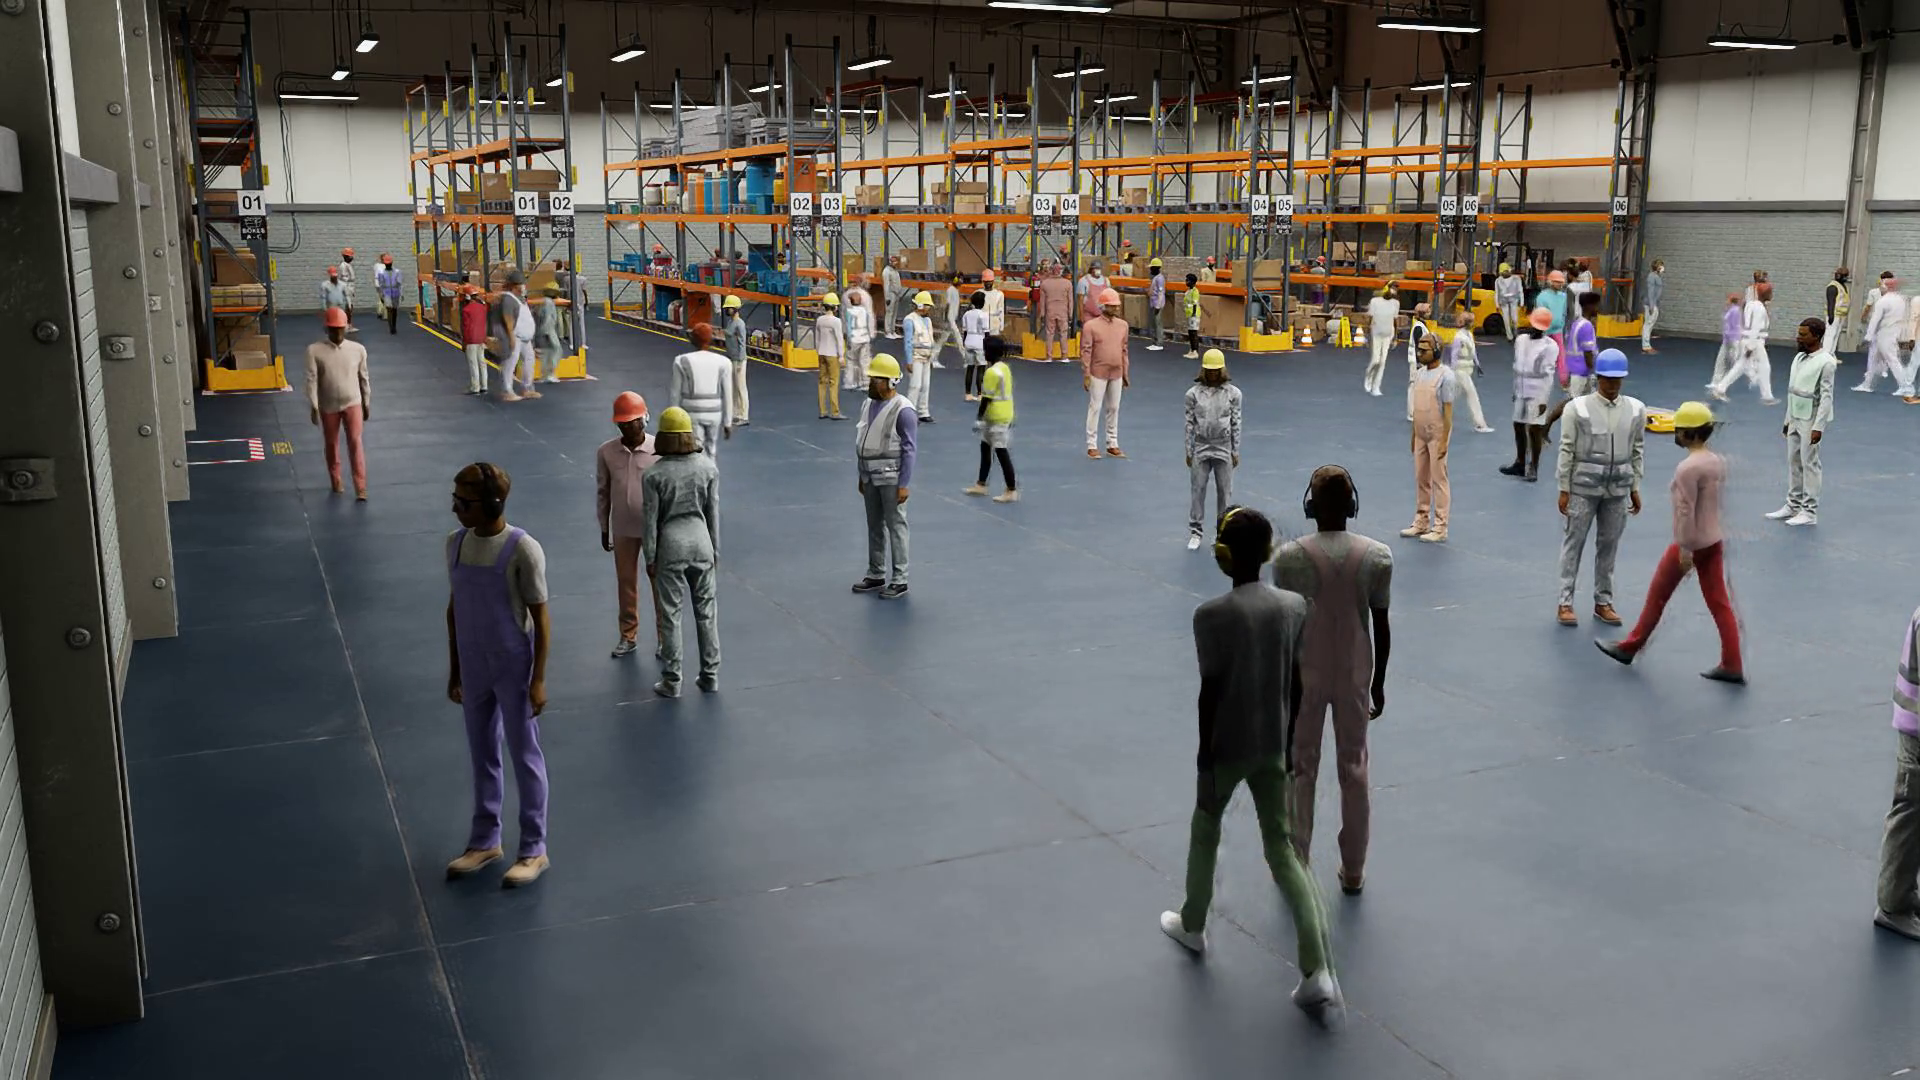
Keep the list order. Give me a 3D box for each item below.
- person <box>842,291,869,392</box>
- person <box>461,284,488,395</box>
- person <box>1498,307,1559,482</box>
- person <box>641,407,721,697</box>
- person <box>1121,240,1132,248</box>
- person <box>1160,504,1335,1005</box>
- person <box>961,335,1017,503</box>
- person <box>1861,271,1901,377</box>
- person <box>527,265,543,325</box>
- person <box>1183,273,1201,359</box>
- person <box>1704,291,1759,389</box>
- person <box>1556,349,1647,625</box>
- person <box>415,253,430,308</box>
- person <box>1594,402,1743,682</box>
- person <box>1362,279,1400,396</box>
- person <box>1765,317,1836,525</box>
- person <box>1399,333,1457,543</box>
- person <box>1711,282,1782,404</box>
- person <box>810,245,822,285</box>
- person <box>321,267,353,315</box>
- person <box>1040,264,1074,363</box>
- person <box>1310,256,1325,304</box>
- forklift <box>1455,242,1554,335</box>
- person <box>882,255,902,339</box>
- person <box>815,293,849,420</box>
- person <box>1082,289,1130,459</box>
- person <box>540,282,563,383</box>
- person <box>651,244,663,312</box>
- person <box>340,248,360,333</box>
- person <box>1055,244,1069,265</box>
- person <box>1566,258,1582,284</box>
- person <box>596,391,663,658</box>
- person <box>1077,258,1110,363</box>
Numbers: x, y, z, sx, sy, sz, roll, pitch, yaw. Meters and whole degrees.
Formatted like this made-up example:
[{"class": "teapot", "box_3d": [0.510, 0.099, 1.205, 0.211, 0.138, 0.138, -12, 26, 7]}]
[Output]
[{"class": "person", "box_3d": [-1.710, -3.203, 26.869, 0.571, 1.616, 0.545, 9, 14, 38]}, {"class": "person", "box_3d": [-7.727, -3.174, 26.395, 0.326, 1.752, 0.559, 3, 12, 17]}, {"class": "person", "box_3d": [6.114, -1.575, 17.935, 0.472, 1.885, 0.722, -6, 12, -26]}, {"class": "person", "box_3d": [-1.674, 0.068, 9.970, 0.482, 1.734, 0.336, -6, 13, -27]}, {"class": "person", "box_3d": [5.273, -8.468, 52.589, 0.392, 2.033, 0.605, -6, 13, -29]}, {"class": "person", "box_3d": [1.097, 0.781, 6.163, 0.524, 1.820, 0.991, -5, 12, -22]}, {"class": "person", "box_3d": [0.259, -1.202, 16.592, 0.739, 1.670, 0.539, 3, 11, 14]}, {"class": "person", "box_3d": [16.230, -3.799, 29.316, 0.543, 1.860, 0.333, 4, 12, 18]}, {"class": "person", "box_3d": [-10.786, -6.201, 42.077, 0.530, 1.626, 0.437, -6, 13, -29]}, {"class": "person", "box_3d": [4.598, -4.438, 32.982, 0.322, 1.689, 0.530, -2, 11, -10]}, {"class": "person", "box_3d": [12.725, -3.274, 27.271, 0.765, 1.611, 0.522, 4, 12, 18]}, {"class": "person", "box_3d": [4.472, -0.363, 11.612, 0.606, 1.947, 0.406, 0, 11, -2]}, {"class": "person", "box_3d": [-15.327, -7.311, 47.418, 0.343, 1.758, 0.520, -4, 12, -20]}, {"class": "person", "box_3d": [4.504, 0.003, 10.345, 0.546, 1.714, 0.928, -10, 15, -40]}, {"class": "person", "box_3d": [6.650, -3.196, 26.283, 0.586, 1.834, 0.435, -2, 11, -9]}, {"class": "person", "box_3d": [7.854, -1.099, 15.425, 0.392, 1.920, 0.587, 0, 11, -2]}, {"class": "person", "box_3d": [4.138, -0.901, 14.636, 0.339, 1.839, 0.505, -5, 12, -22]}, {"class": "person", "box_3d": [11.949, -2.973, 25.165, 0.945, 1.849, 0.579, 2, 11, 11]}, {"class": "person", "box_3d": [-4.549, -8.365, 52.453, 0.497, 1.878, 0.647, -8, 14, -35]}, {"class": "person", "box_3d": [-13.472, -5.035, 35.967, 0.576, 1.702, 0.906, -9, 14, -37]}, {"class": "person", "box_3d": [1.859, -4.343, 31.954, 0.644, 1.905, 0.400, 2, 11, 8]}, {"class": "person", "box_3d": [9.481, -6.618, 43.930, 0.345, 1.747, 0.573, -7, 13, -33]}, {"class": "forklift", "box_3d": [13.047, -6.049, 39.881, 2.313, 2.155, 1.214, -5, 12, -23]}, {"class": "person", "box_3d": [-1.538, -5.567, 38.166, 0.408, 1.906, 0.653, 4, 12, 18]}, {"class": "person", "box_3d": [-1.804, -2.560, 23.241, 0.327, 1.769, 0.525, -10, 15, -42]}, {"class": "person", "box_3d": [1.727, -1.948, 19.548, 0.624, 1.991, 0.392, -5, 12, -26]}, {"class": "person", "box_3d": [-6.948, -3.522, 28.259, 0.500, 1.706, 0.530, -3, 12, -17]}, {"class": "person", "box_3d": [-8.614, -7.403, 47.296, 0.392, 1.986, 0.610, 0, 11, 0]}, {"class": "person", "box_3d": [-14.758, -6.032, 40.207, 0.404, 2.034, 0.609, -1, 11, -7]}, {"class": "person", "box_3d": [2.922, -7.315, 46.783, 0.601, 2.019, 0.923, -4, 12, -22]}, {"class": "person", "box_3d": [13.936, -5.493, 37.923, 0.328, 1.861, 0.505, -6, 13, -27]}, {"class": "person", "box_3d": [-2.092, -0.096, 10.776, 0.567, 1.743, 0.352, 2, 11, 8]}, {"class": "person", "box_3d": [2.597, -4.395, 31.869, 0.684, 2.000, 0.536, -5, 12, -22]}]
